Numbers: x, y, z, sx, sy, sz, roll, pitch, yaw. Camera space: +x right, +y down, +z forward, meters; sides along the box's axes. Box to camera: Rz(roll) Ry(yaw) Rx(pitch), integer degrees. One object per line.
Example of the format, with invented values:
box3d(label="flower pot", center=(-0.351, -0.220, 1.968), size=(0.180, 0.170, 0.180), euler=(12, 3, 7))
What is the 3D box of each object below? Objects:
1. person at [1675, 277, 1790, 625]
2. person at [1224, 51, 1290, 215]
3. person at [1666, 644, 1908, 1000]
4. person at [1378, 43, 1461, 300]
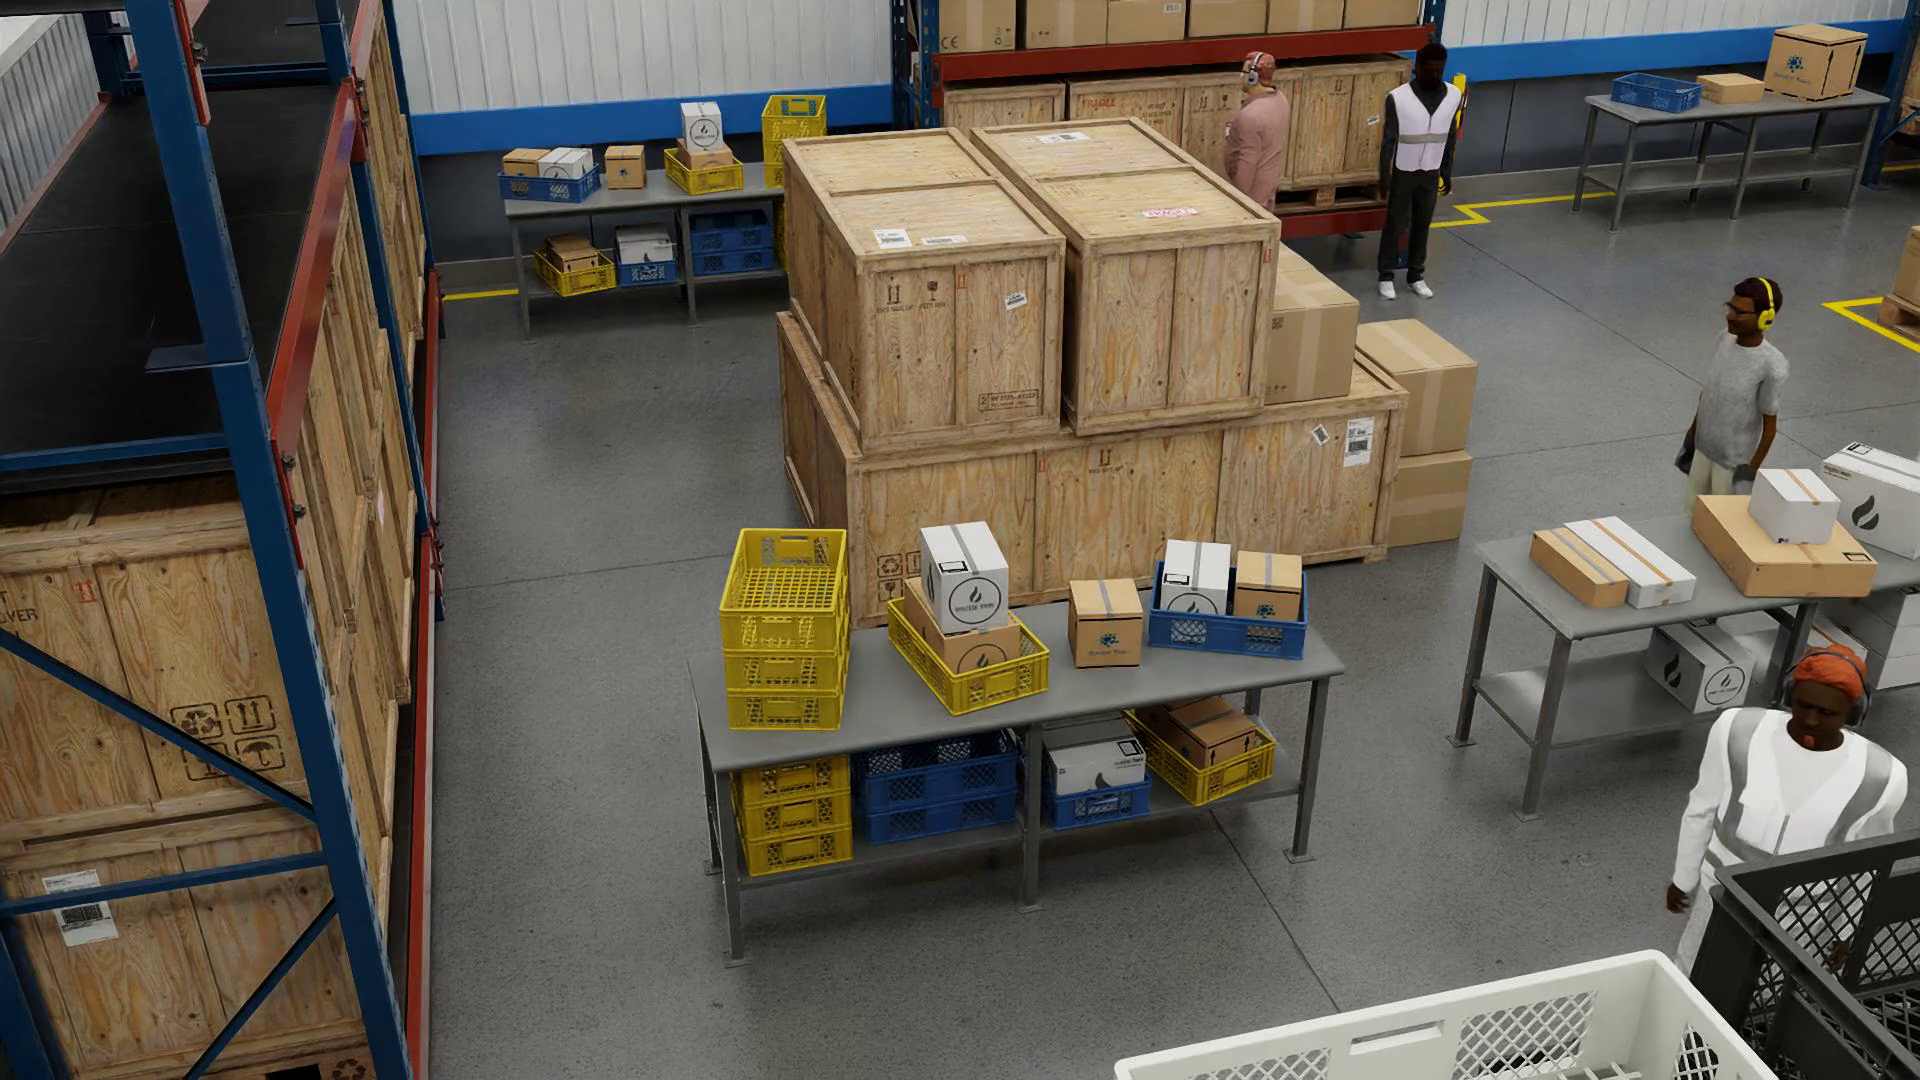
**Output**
box3d(label="person", center=(3.725, -0.401, 8.169), size=(0.329, 1.874, 0.518), euler=(-7, 30, -13))
box3d(label="person", center=(2.100, -2.569, 12.069), size=(0.399, 1.908, 0.643), euler=(16, 33, 27))
box3d(label="person", center=(2.584, 1.147, 5.349), size=(0.576, 1.882, 0.362), euler=(17, 33, 28))
box3d(label="person", center=(3.382, -2.738, 12.379), size=(0.595, 1.908, 0.411), euler=(-7, 30, -12))
